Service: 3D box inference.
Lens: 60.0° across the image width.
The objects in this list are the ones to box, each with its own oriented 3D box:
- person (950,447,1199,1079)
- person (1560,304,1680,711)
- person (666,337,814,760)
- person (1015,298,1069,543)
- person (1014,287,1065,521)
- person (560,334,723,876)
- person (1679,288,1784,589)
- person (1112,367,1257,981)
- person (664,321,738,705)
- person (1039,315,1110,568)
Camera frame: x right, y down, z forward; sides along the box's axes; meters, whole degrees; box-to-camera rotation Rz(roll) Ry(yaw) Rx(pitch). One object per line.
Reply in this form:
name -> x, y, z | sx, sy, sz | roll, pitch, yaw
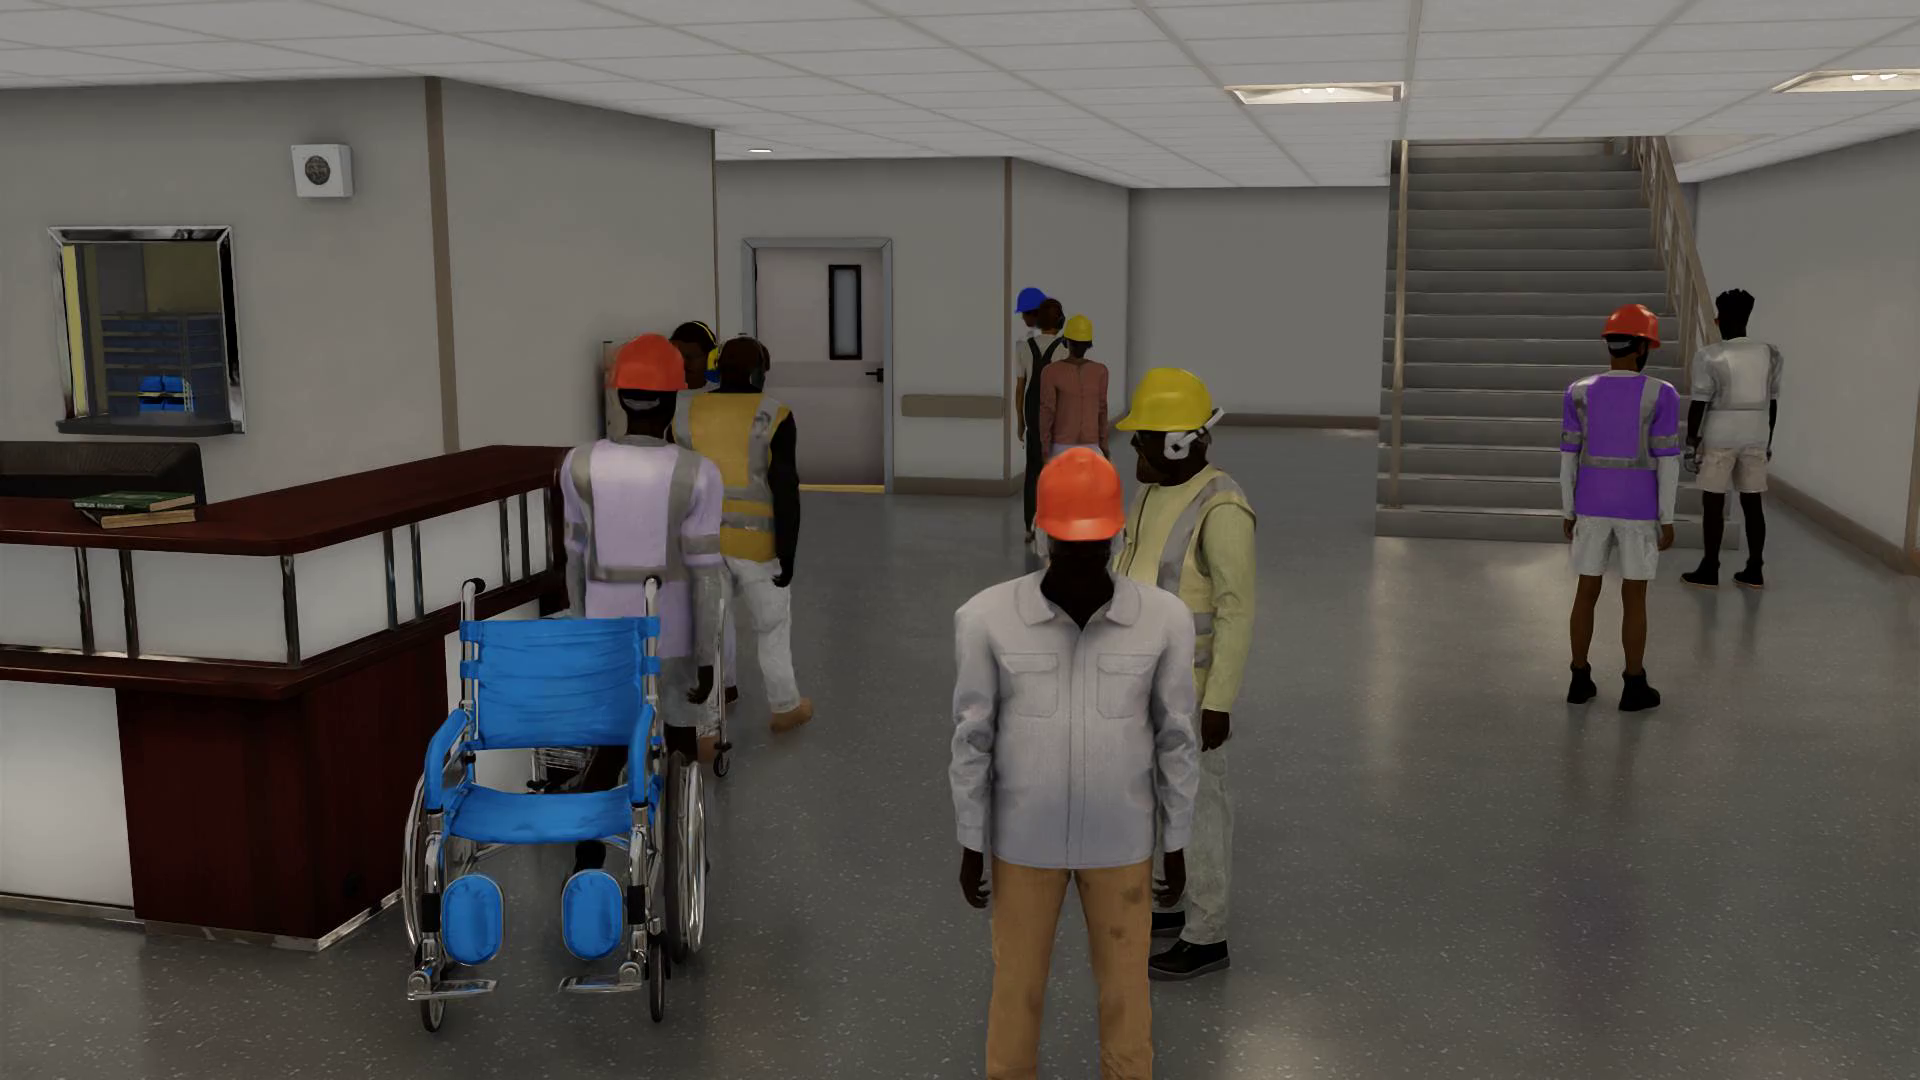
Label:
person -> 0.259, 0.652, 3.757 | 0.562, 1.741, 0.369 | 0, 10, 0
person -> 3.143, -0.152, 7.938 | 0.542, 1.928, 0.374 | 8, 12, 38
person -> -0.962, 0.013, 7.334 | 0.657, 1.794, 0.873 | 3, 10, 16
person -> 0.668, -0.885, 12.494 | 0.515, 1.843, 0.326 | 4, 10, 22
person -> 0.733, -1.039, 13.191 | 0.630, 1.916, 0.663 | -7, 12, -38
person -> -1.024, 0.300, 5.337 | 0.547, 1.917, 0.848 | 1, 10, 5
person -> 5.018, -0.651, 10.830 | 0.615, 1.953, 0.393 | -1, 10, -5
person -> 0.641, 0.397, 4.994 | 0.403, 1.827, 0.601 | -3, 10, -19
person -> -1.272, -0.117, 7.961 | 0.538, 1.855, 0.363 | 7, 12, 37
person -> 0.794, -0.656, 11.392 | 0.532, 1.765, 0.328 | -4, 10, -23
